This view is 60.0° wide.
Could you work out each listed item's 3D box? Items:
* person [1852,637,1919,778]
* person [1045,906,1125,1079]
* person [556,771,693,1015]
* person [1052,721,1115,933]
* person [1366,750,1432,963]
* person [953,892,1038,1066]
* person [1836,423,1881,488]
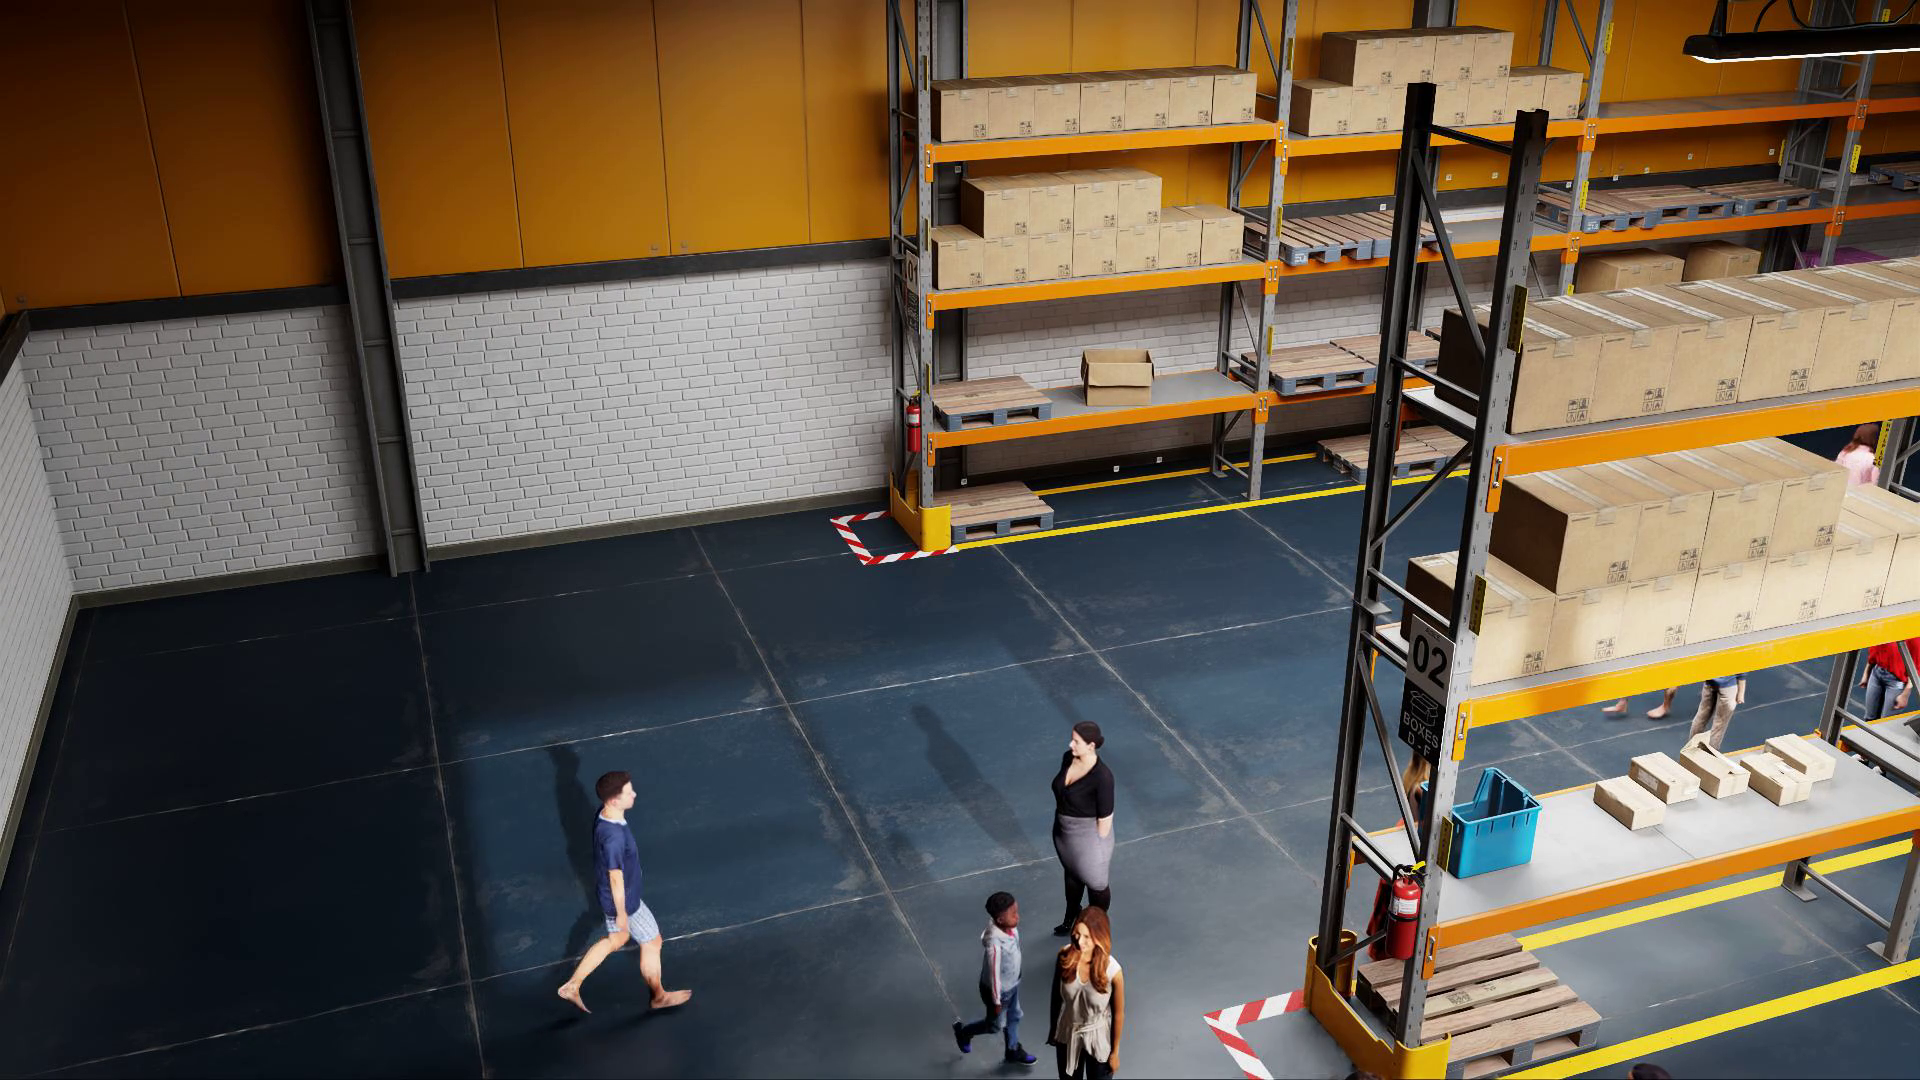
[{"bbox_3d":[7.502,1.153,13.425,0.492,1.704,0.623,-7,25,-16],"label":"person"},{"bbox_3d":[0.724,2.845,9.452,0.681,1.785,0.721,13,27,28],"label":"person"},{"bbox_3d":[-2.254,2.293,10.672,1.085,1.819,0.644,-10,25,-21],"label":"person"},{"bbox_3d":[0.854,2.010,11.395,0.696,1.760,0.731,-15,28,-31],"label":"person"},{"bbox_3d":[3.032,2.075,11.195,0.758,1.800,0.726,5,24,11],"label":"person"},{"bbox_3d":[0.210,2.737,10.367,0.824,1.251,0.754,9,25,20],"label":"person"},{"bbox_3d":[8.840,-0.283,16.602,0.729,1.790,0.701,-16,28,-32],"label":"person"}]
